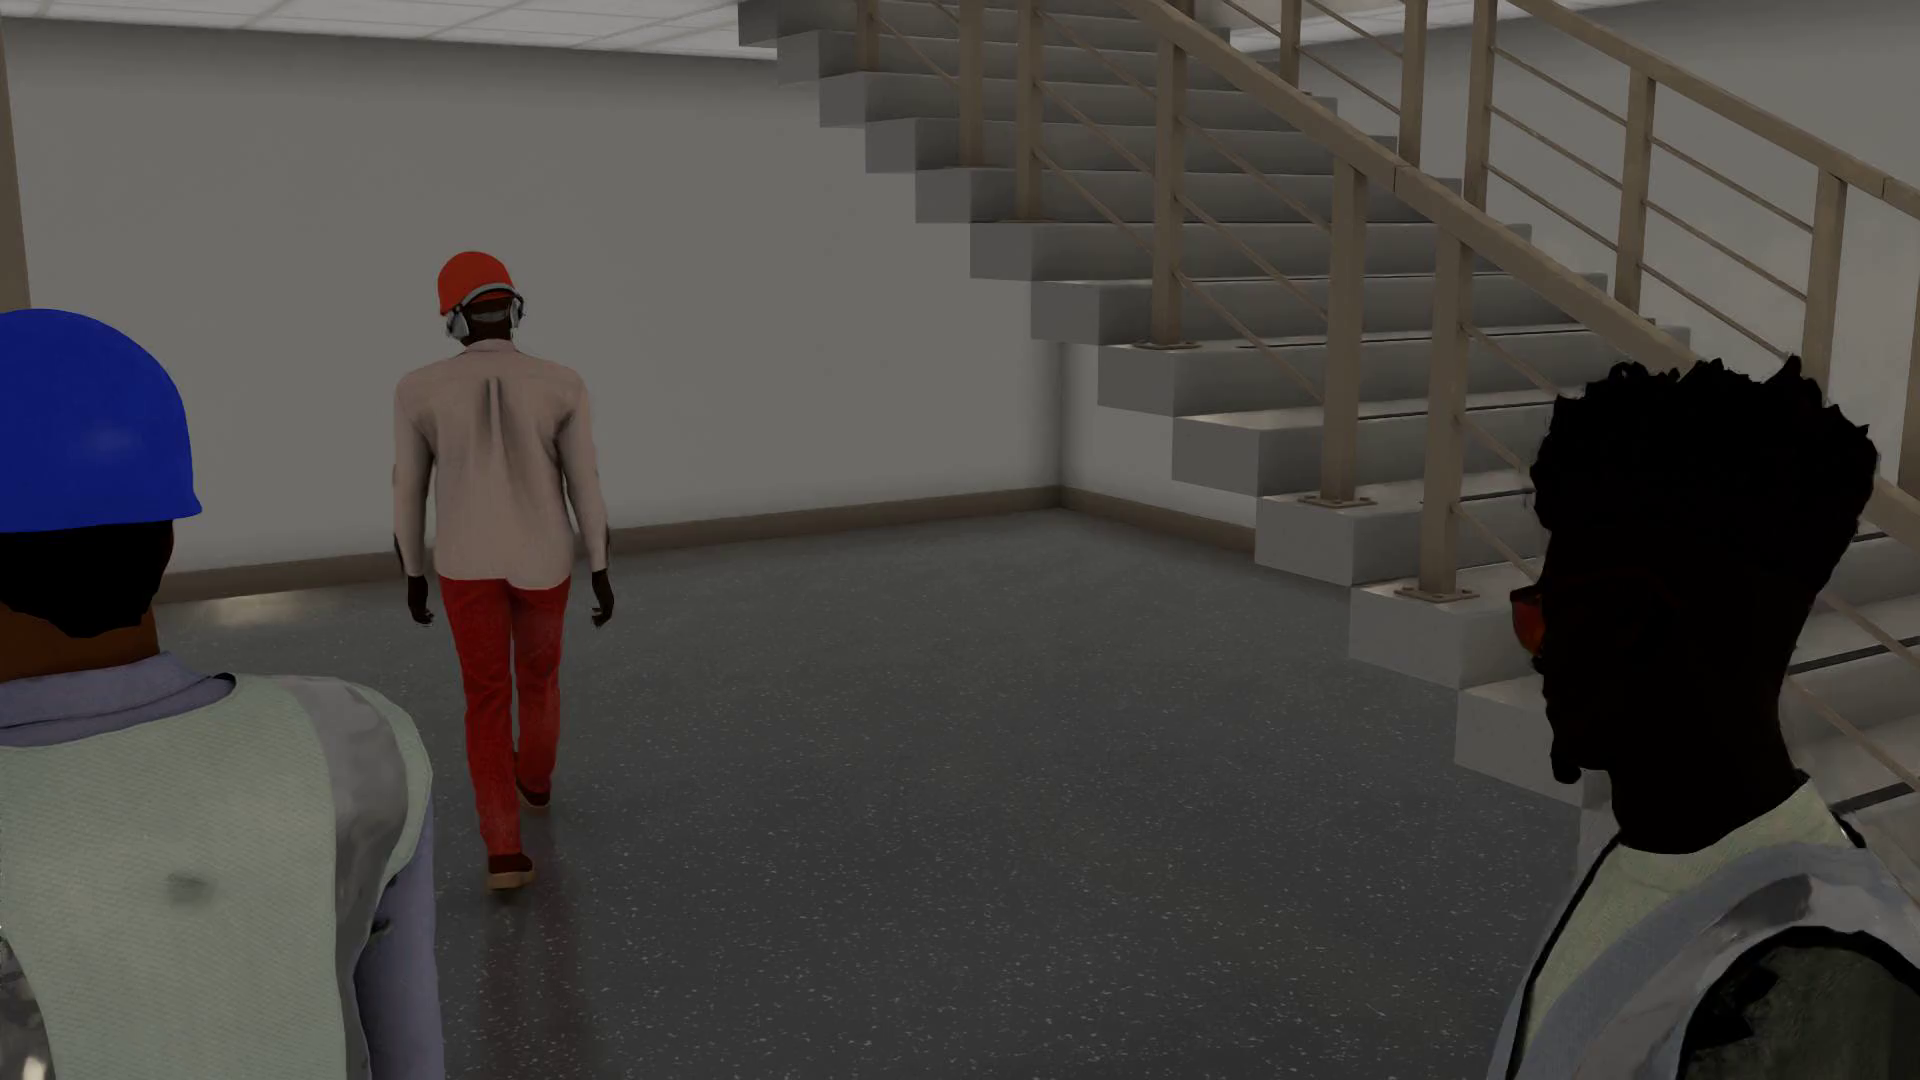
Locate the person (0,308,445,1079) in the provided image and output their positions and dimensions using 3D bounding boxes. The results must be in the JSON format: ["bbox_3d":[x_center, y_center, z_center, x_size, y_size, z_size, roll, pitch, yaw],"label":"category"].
[{"bbox_3d":[-0.743,0.769,1.546,0.389,1.949,0.604,8,13,36],"label":"person"}]

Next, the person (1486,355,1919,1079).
[{"bbox_3d":[0.464,0.839,1.266,0.475,1.923,0.727,2,11,11],"label":"person"}]

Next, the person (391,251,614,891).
[{"bbox_3d":[-1.434,0.073,5.247,0.656,1.930,1.055,-4,11,-20],"label":"person"}]
